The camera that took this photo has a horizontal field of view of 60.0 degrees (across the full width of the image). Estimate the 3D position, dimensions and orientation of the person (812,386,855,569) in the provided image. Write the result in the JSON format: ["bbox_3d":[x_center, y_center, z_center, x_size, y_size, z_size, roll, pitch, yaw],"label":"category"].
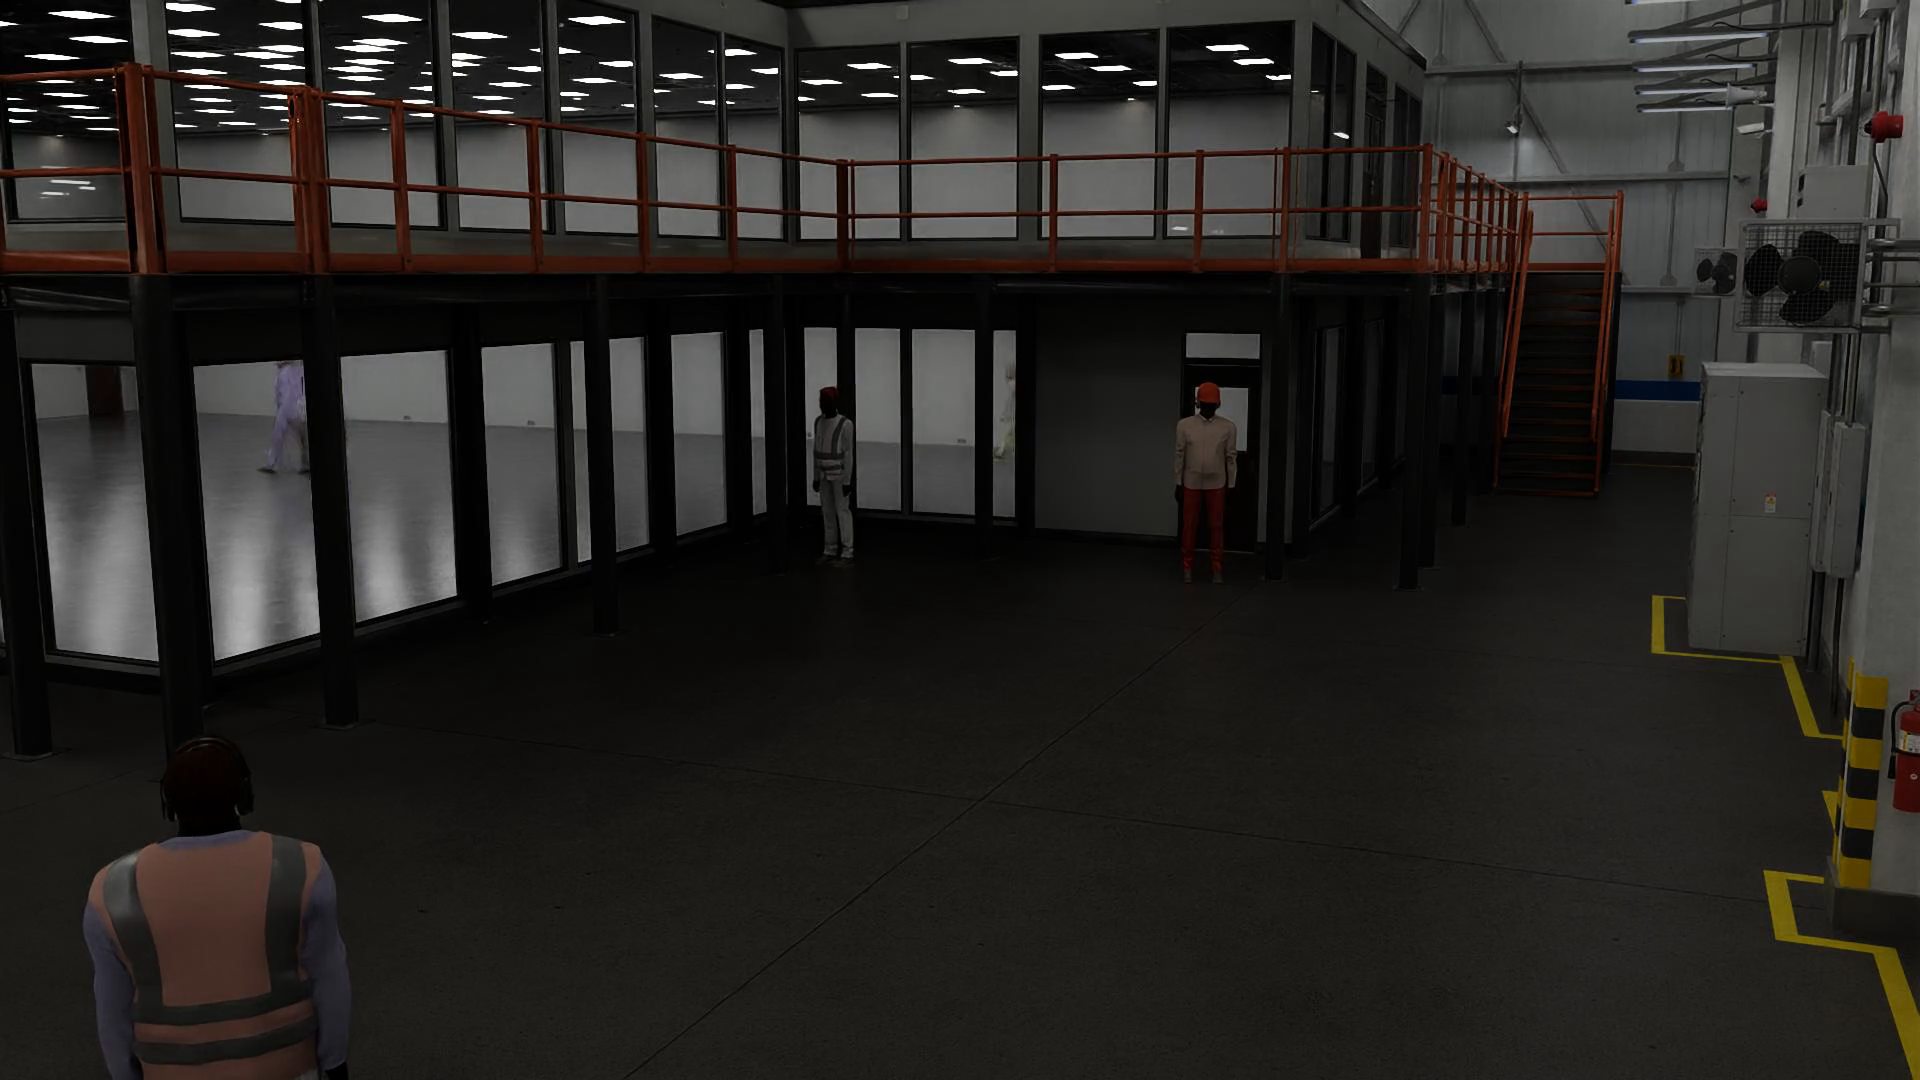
[{"bbox_3d":[-1.309,-0.646,17.156,0.347,1.876,0.577,-9,13,-43],"label":"person"}]

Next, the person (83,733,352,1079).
[{"bbox_3d":[-1.968,1.421,4.498,0.627,1.846,0.429,-3,10,-18],"label":"person"}]

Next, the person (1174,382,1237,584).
[{"bbox_3d":[2.392,-0.551,16.228,0.612,1.986,0.406,1,9,7],"label":"person"}]
